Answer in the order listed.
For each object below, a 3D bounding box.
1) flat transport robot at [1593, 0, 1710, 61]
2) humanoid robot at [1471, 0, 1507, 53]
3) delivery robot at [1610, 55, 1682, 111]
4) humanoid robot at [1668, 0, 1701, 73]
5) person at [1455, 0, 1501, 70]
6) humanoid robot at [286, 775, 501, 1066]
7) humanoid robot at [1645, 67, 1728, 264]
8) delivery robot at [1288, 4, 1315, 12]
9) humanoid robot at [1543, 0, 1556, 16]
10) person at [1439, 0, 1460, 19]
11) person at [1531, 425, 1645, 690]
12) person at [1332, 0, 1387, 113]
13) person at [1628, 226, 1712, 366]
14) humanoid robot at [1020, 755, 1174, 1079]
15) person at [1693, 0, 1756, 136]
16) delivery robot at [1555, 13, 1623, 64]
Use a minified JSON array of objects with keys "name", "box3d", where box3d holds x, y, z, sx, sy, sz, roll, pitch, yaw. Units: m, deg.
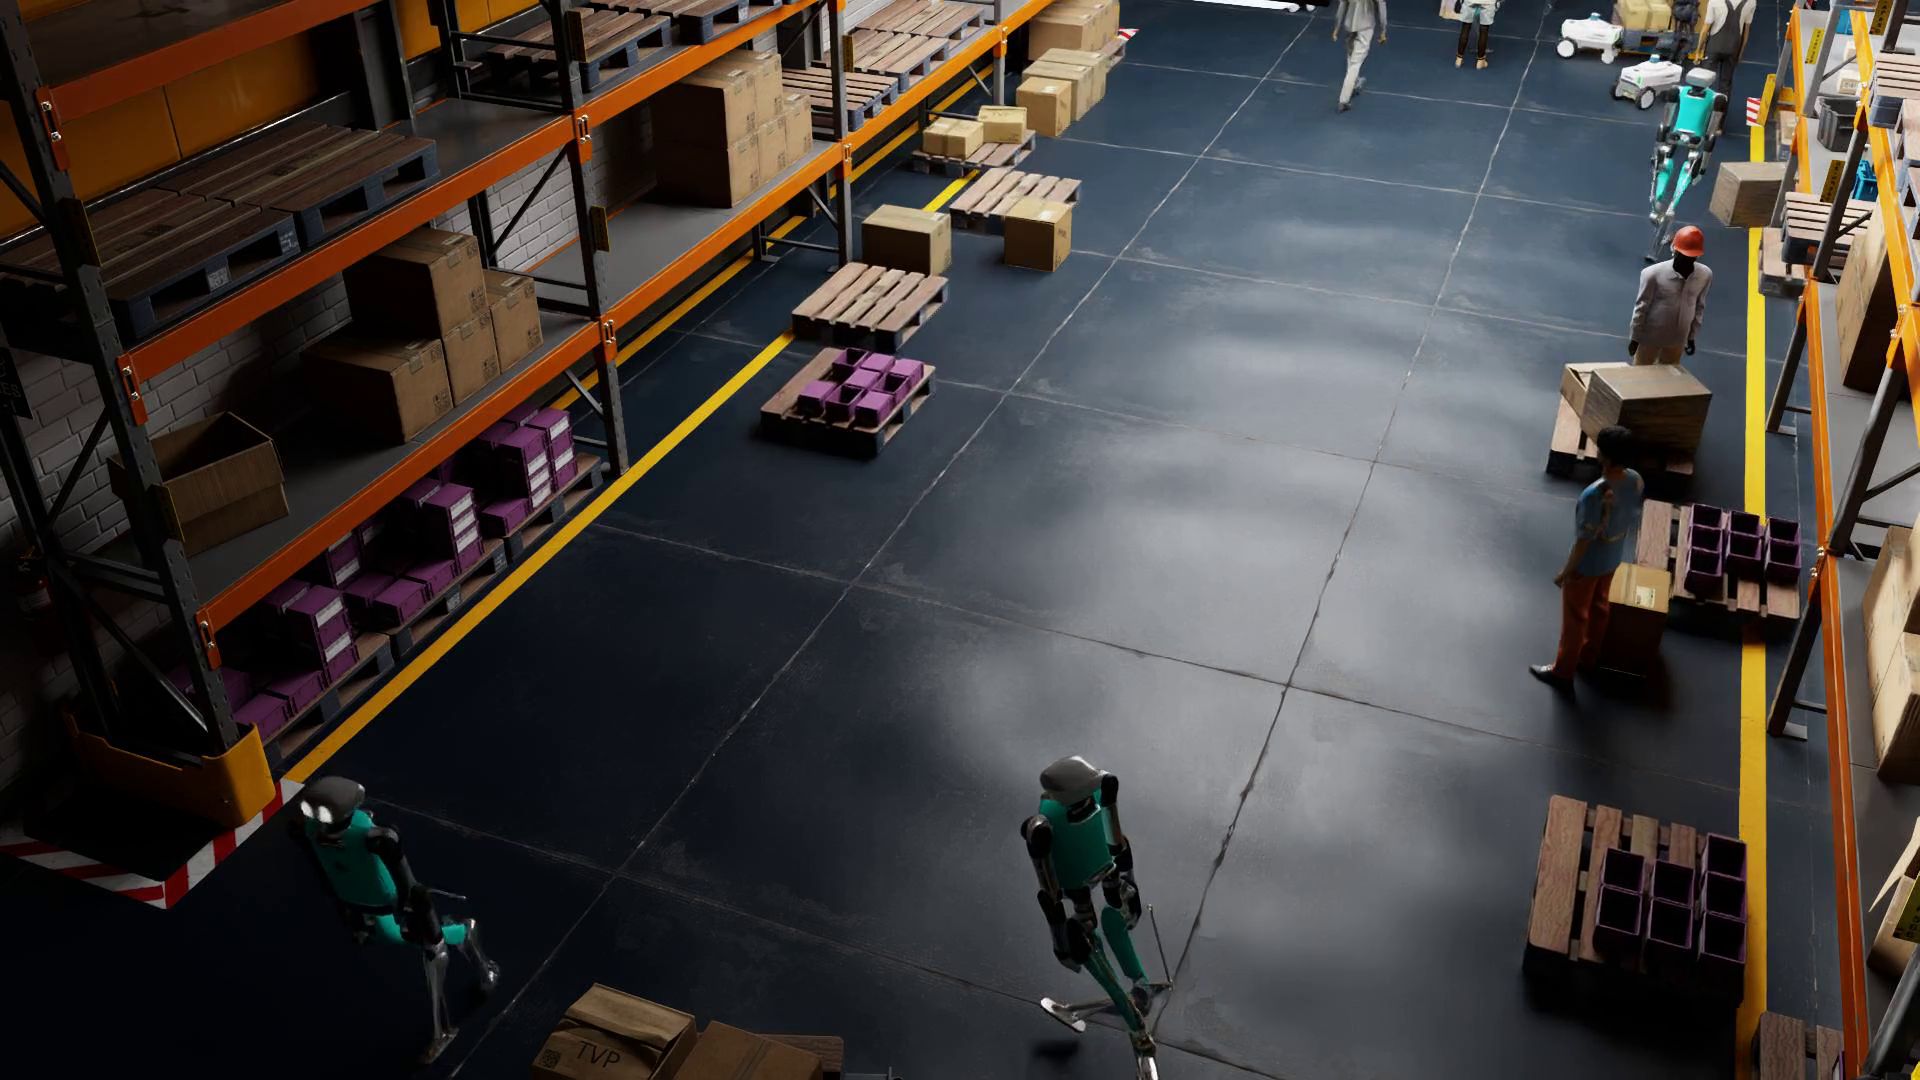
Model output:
[{"name":"flat transport robot","box3d":[8.957,-6.442,21.561,1.431,0.231,0.659,6,33,9]},{"name":"humanoid robot","box3d":[6.691,-7.027,21.148,0.680,1.829,0.547,1,33,2]},{"name":"delivery robot","box3d":[8.175,-5.448,19.768,0.782,0.603,0.499,-14,35,-21]},{"name":"humanoid robot","box3d":[9.008,-6.640,20.570,0.374,1.654,0.597,0,33,0]},{"name":"person","box3d":[6.467,-6.712,20.660,0.538,1.699,0.317,15,36,22]},{"name":"humanoid robot","box3d":[-2.512,1.654,7.746,0.554,1.829,0.897,12,35,17]},{"name":"humanoid robot","box3d":[6.691,-3.447,15.647,0.532,1.826,0.887,20,38,28]},{"name":"delivery robot","box3d":[4.712,-7.743,23.323,0.521,0.607,0.778,-11,35,-17]},{"name":"humanoid robot","box3d":[8.257,-8.108,22.823,0.530,1.802,0.796,-18,37,-26]},{"name":"person","box3d":[6.829,-7.974,22.569,0.389,1.755,0.497,0,33,-1]},{"name":"person","box3d":[3.818,0.110,10.042,0.505,1.763,0.306,-20,38,-28]},{"name":"person","box3d":[4.709,-5.991,19.397,0.571,1.848,0.972,22,39,30]},{"name":"person","box3d":[5.352,-1.557,12.632,0.558,1.751,0.324,-4,33,-5]},{"name":"humanoid robot","box3d":[0.736,1.817,7.428,0.583,1.718,0.951,-27,41,-35]},{"name":"person","box3d":[8.497,-5.454,18.600,0.518,1.833,0.363,4,33,6]},{"name":"delivery robot","box3d":[8.061,-6.441,21.287,0.785,0.585,0.499,16,36,23]}]
